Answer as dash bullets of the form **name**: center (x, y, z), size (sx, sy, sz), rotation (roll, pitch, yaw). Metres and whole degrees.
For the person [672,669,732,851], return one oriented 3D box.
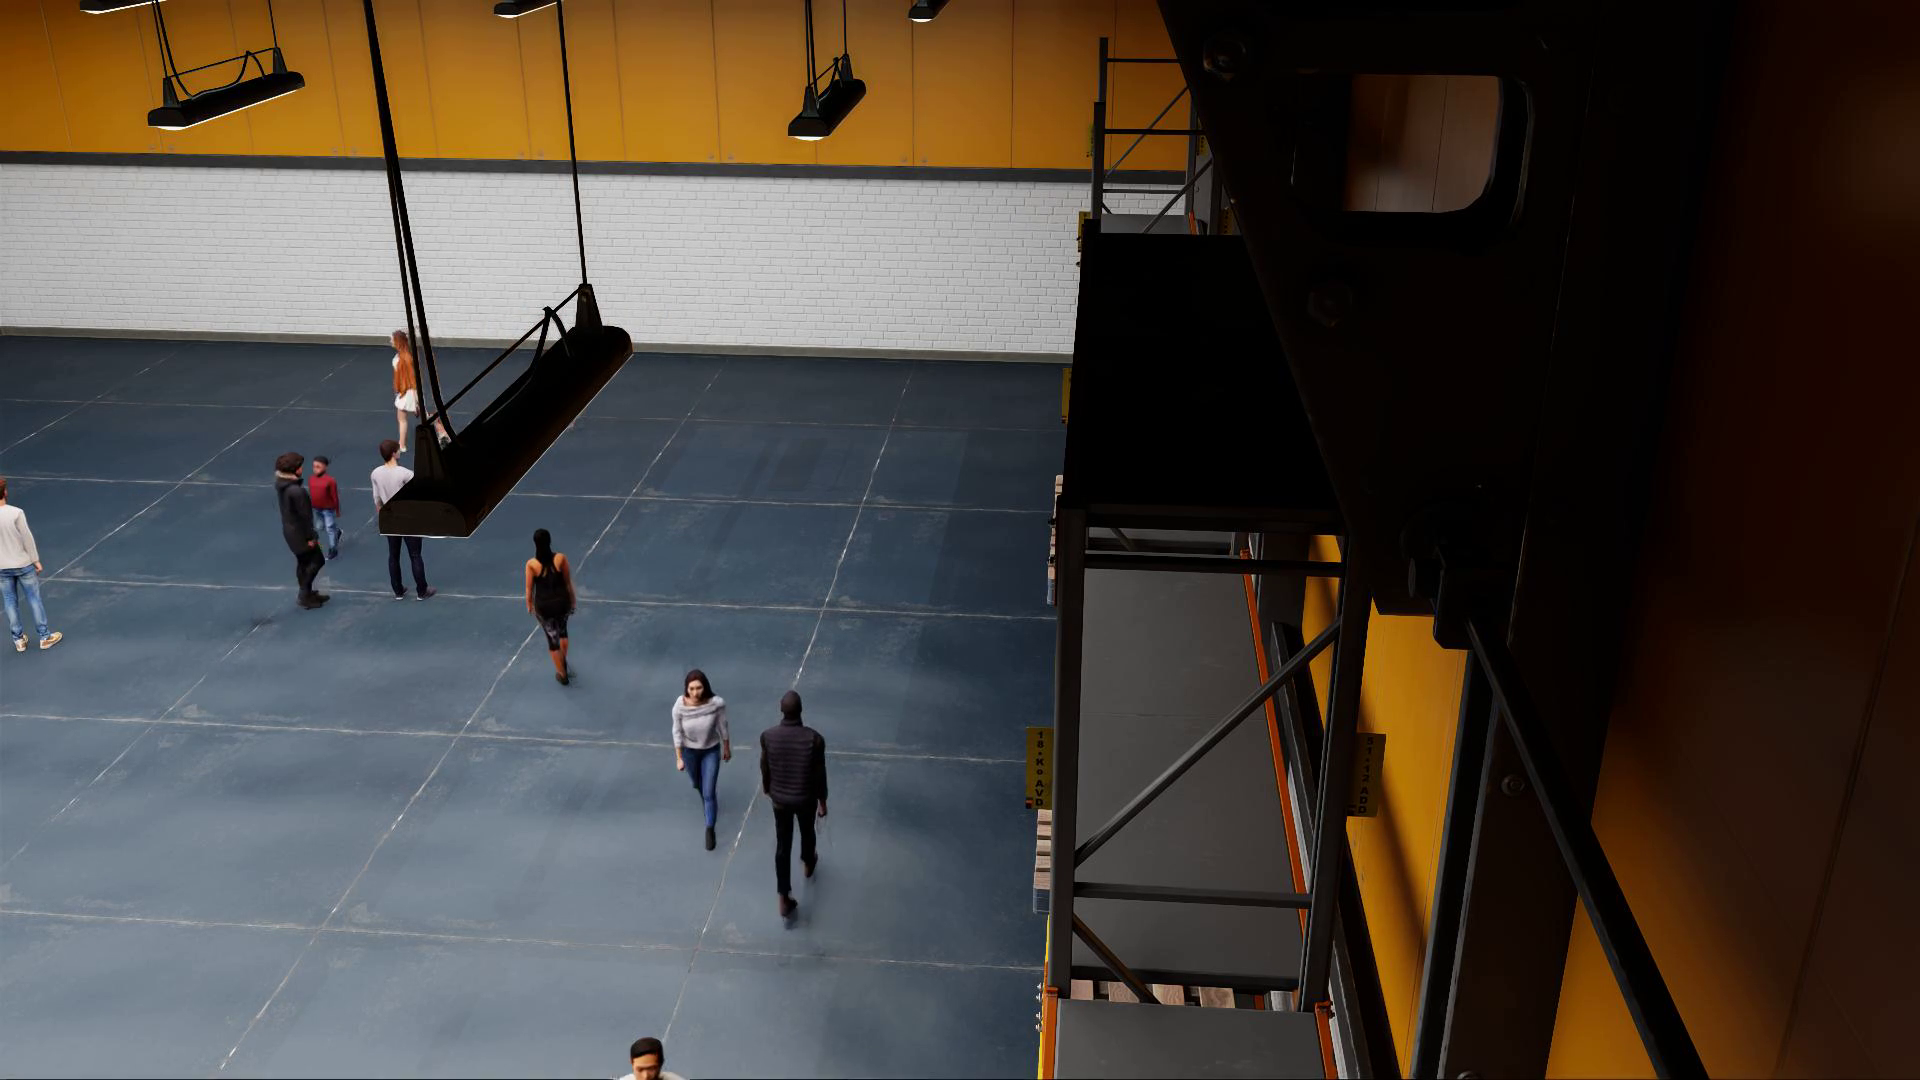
- **person**: center (-2.175, 1.757, 13.991), size (0.753, 1.598, 1.102), rotation (-2, 24, -4)

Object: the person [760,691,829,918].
- **person**: center (-1.321, 2.077, 13.008), size (0.717, 1.798, 1.138), rotation (3, 24, 6)

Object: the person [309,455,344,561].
- **person**: center (-7.374, -0.409, 19.387), size (0.576, 1.244, 0.734), rotation (7, 24, 15)

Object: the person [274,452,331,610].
- **person**: center (-7.192, -0.051, 17.927), size (0.834, 1.758, 0.784), rotation (-21, 31, -40)

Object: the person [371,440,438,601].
- **person**: center (-6.128, -0.216, 18.200), size (0.665, 1.842, 0.548), rotation (3, 24, 8)

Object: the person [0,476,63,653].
- **person**: center (-9.710, 0.244, 17.068), size (0.714, 1.905, 0.667), rotation (-4, 24, -9)

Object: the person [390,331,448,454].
- **person**: center (-7.382, -2.024, 22.527), size (1.031, 1.688, 1.117), rotation (-11, 26, -23)

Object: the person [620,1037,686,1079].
- **person**: center (-1.758, 3.550, 9.657), size (0.879, 1.784, 1.155), rotation (-4, 24, -10)

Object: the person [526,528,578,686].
- **person**: center (-4.001, 0.672, 16.410), size (0.796, 1.649, 0.875), rotation (-11, 26, -23)
